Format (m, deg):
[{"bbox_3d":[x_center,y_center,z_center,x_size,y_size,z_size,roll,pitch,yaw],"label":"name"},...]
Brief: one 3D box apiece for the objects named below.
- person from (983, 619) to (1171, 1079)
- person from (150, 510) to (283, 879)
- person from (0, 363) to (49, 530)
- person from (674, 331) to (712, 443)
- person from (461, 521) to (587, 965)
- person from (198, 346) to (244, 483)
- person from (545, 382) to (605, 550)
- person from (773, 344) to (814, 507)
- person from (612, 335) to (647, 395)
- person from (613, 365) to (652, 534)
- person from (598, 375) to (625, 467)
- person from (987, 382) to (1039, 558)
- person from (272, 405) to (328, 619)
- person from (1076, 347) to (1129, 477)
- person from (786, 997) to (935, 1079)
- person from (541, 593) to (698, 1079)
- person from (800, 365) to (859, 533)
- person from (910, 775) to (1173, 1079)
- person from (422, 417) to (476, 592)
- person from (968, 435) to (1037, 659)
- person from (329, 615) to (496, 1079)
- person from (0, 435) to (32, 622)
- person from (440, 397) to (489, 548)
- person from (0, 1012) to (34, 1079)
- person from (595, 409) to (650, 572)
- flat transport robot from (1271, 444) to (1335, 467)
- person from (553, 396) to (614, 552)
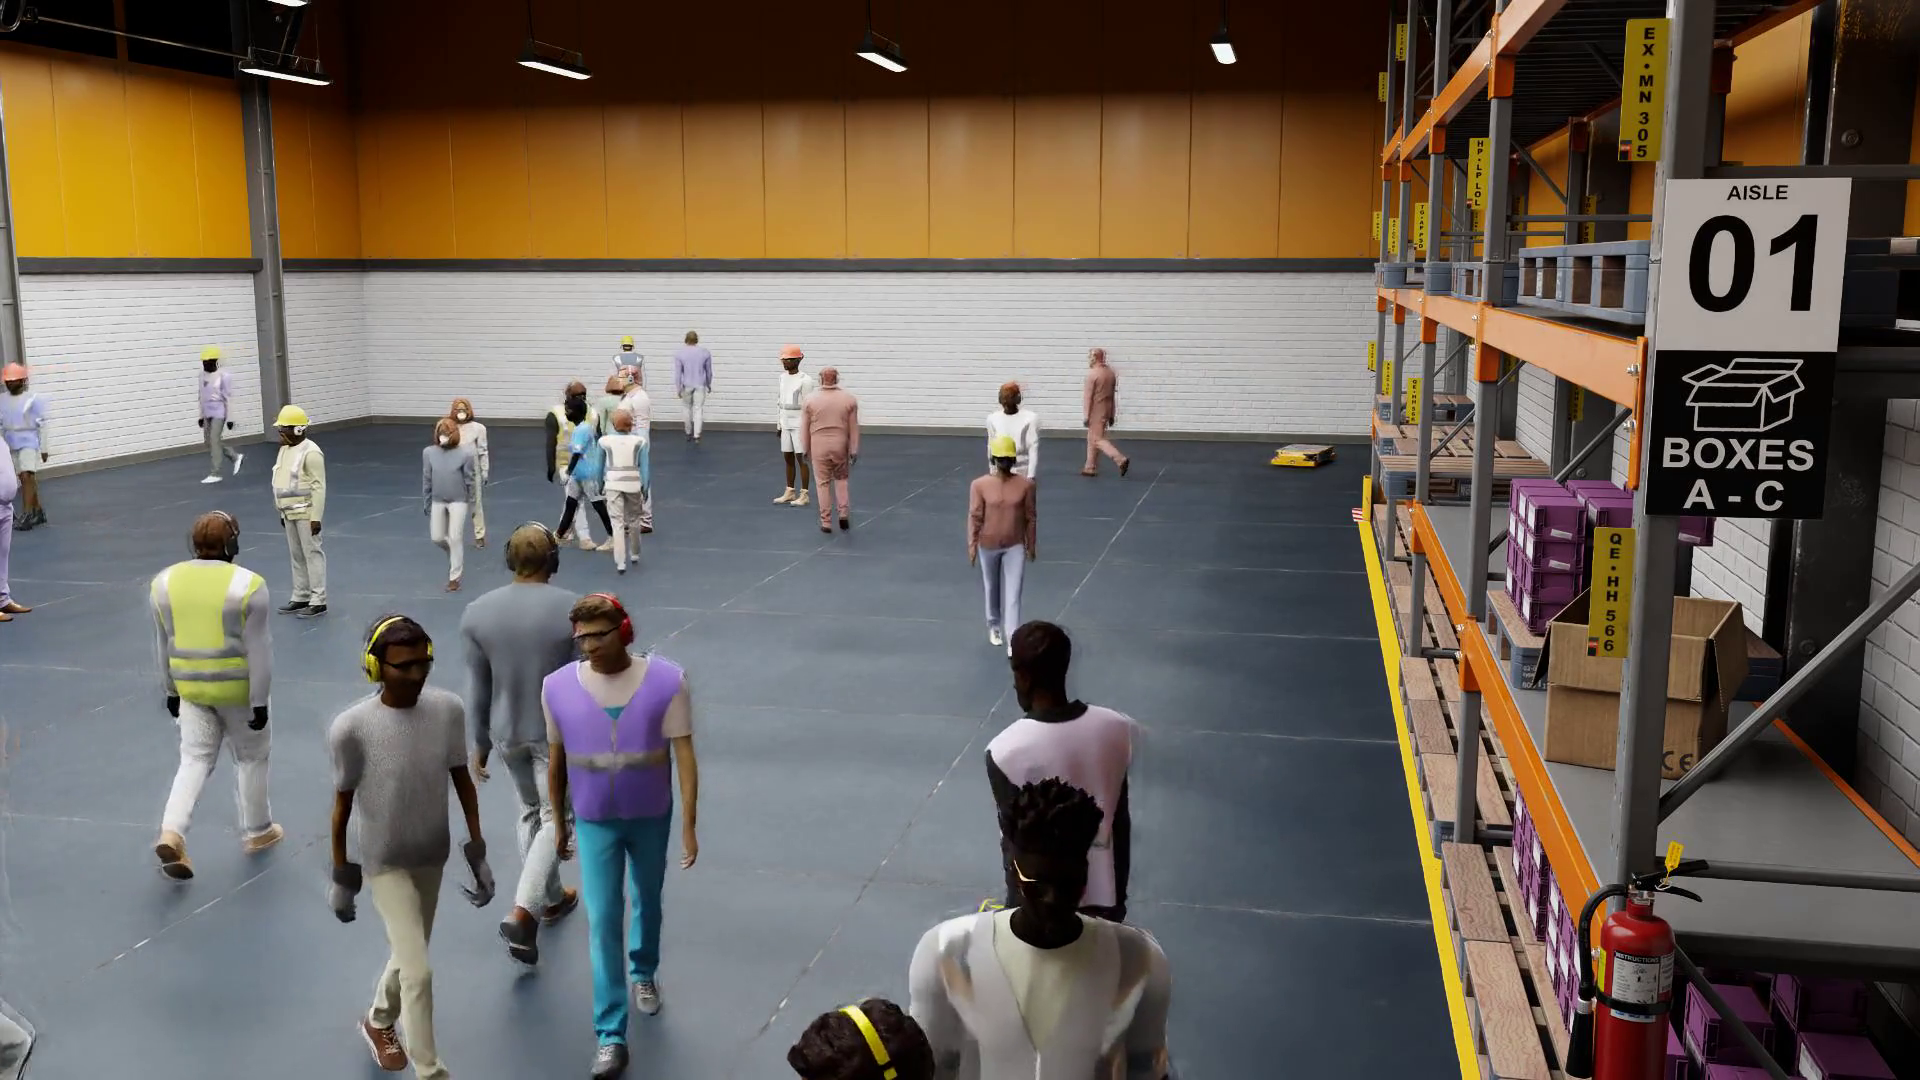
[{"bbox_3d":[0.375,1.199,5.507,0.594,1.874,0.940,-6,11,-33],"label":"person"},{"bbox_3d":[-3.732,0.761,8.312,0.628,1.818,0.828,1,9,5],"label":"person"},{"bbox_3d":[-10.804,-1.057,19.019,0.562,1.898,0.903,1,9,5],"label":"person"},{"bbox_3d":[-4.569,-2.629,28.504,0.632,1.883,1.019,-2,10,-10],"label":"person"},{"bbox_3d":[-1.890,0.876,7.344,0.640,1.911,0.885,1,10,8],"label":"person"},{"bbox_3d":[-10.374,-1.769,23.263,0.597,1.911,0.705,5,11,30],"label":"person"},{"bbox_3d":[-4.164,-0.819,17.967,0.632,1.797,0.972,-9,13,-42],"label":"person"},{"bbox_3d":[-2.098,-1.437,20.868,0.606,2.044,0.373,9,13,43],"label":"person"},{"bbox_3d":[-5.653,-2.587,28.423,0.588,1.834,0.403,-3,10,-17],"label":"person"},{"bbox_3d":[-3.703,-1.020,18.766,0.402,1.906,0.652,-4,10,-24],"label":"person"},{"bbox_3d":[-4.411,-1.327,21.479,0.509,1.611,0.585,-7,12,-37],"label":"person"},{"bbox_3d":[0.497,-0.654,16.768,0.581,1.839,0.946,3,10,18],"label":"person"},{"bbox_3d":[-5.683,-0.244,14.307,0.589,1.835,0.404,8,13,41],"label":"person"},{"bbox_3d":[2.034,-1.792,23.563,0.868,1.876,0.651,6,11,34],"label":"person"},{"bbox_3d":[-0.121,1.674,2.755,0.538,1.827,0.848,7,12,37],"label":"person"},{"bbox_3d":[-1.313,1.086,6.449,0.574,1.798,0.929,-2,10,-10],"label":"person"},{"bbox_3d":[-1.487,-1.032,18.881,0.644,1.890,0.511,-2,10,-13],"label":"person"},{"bbox_3d":[0.174,1.451,3.847,0.607,1.928,1.000,1,9,5],"label":"person"},{"bbox_3d":[-4.752,-0.349,15.550,0.507,1.617,0.500,1,9,4],"label":"person"},{"bbox_3d":[0.332,0.040,12.934,0.540,1.717,0.934,0,9,-3],"label":"person"},{"bbox_3d":[-2.008,1.144,5.991,0.949,1.829,0.497,8,13,41],"label":"person"},{"bbox_3d":[-8.266,-0.267,14.212,0.409,1.913,0.642,-1,9,-5],"label":"person"},{"bbox_3d":[-5.292,-0.710,17.754,0.511,1.627,0.284,-1,9,-6],"label":"person"},{"bbox_3d":[-3.627,1.152,5.743,0.667,1.892,0.625,7,11,35],"label":"person"},{"bbox_3d":[-3.355,-0.498,16.560,0.525,1.600,0.849,-2,10,-13],"label":"person"},{"bbox_3d":[5.249,-1.301,25.374,0.652,0.197,1.431,4,10,24],"label":"flat transport robot"},{"bbox_3d":[-4.019,-0.678,17.461,0.884,1.646,0.546,-4,10,-21],"label":"person"}]
